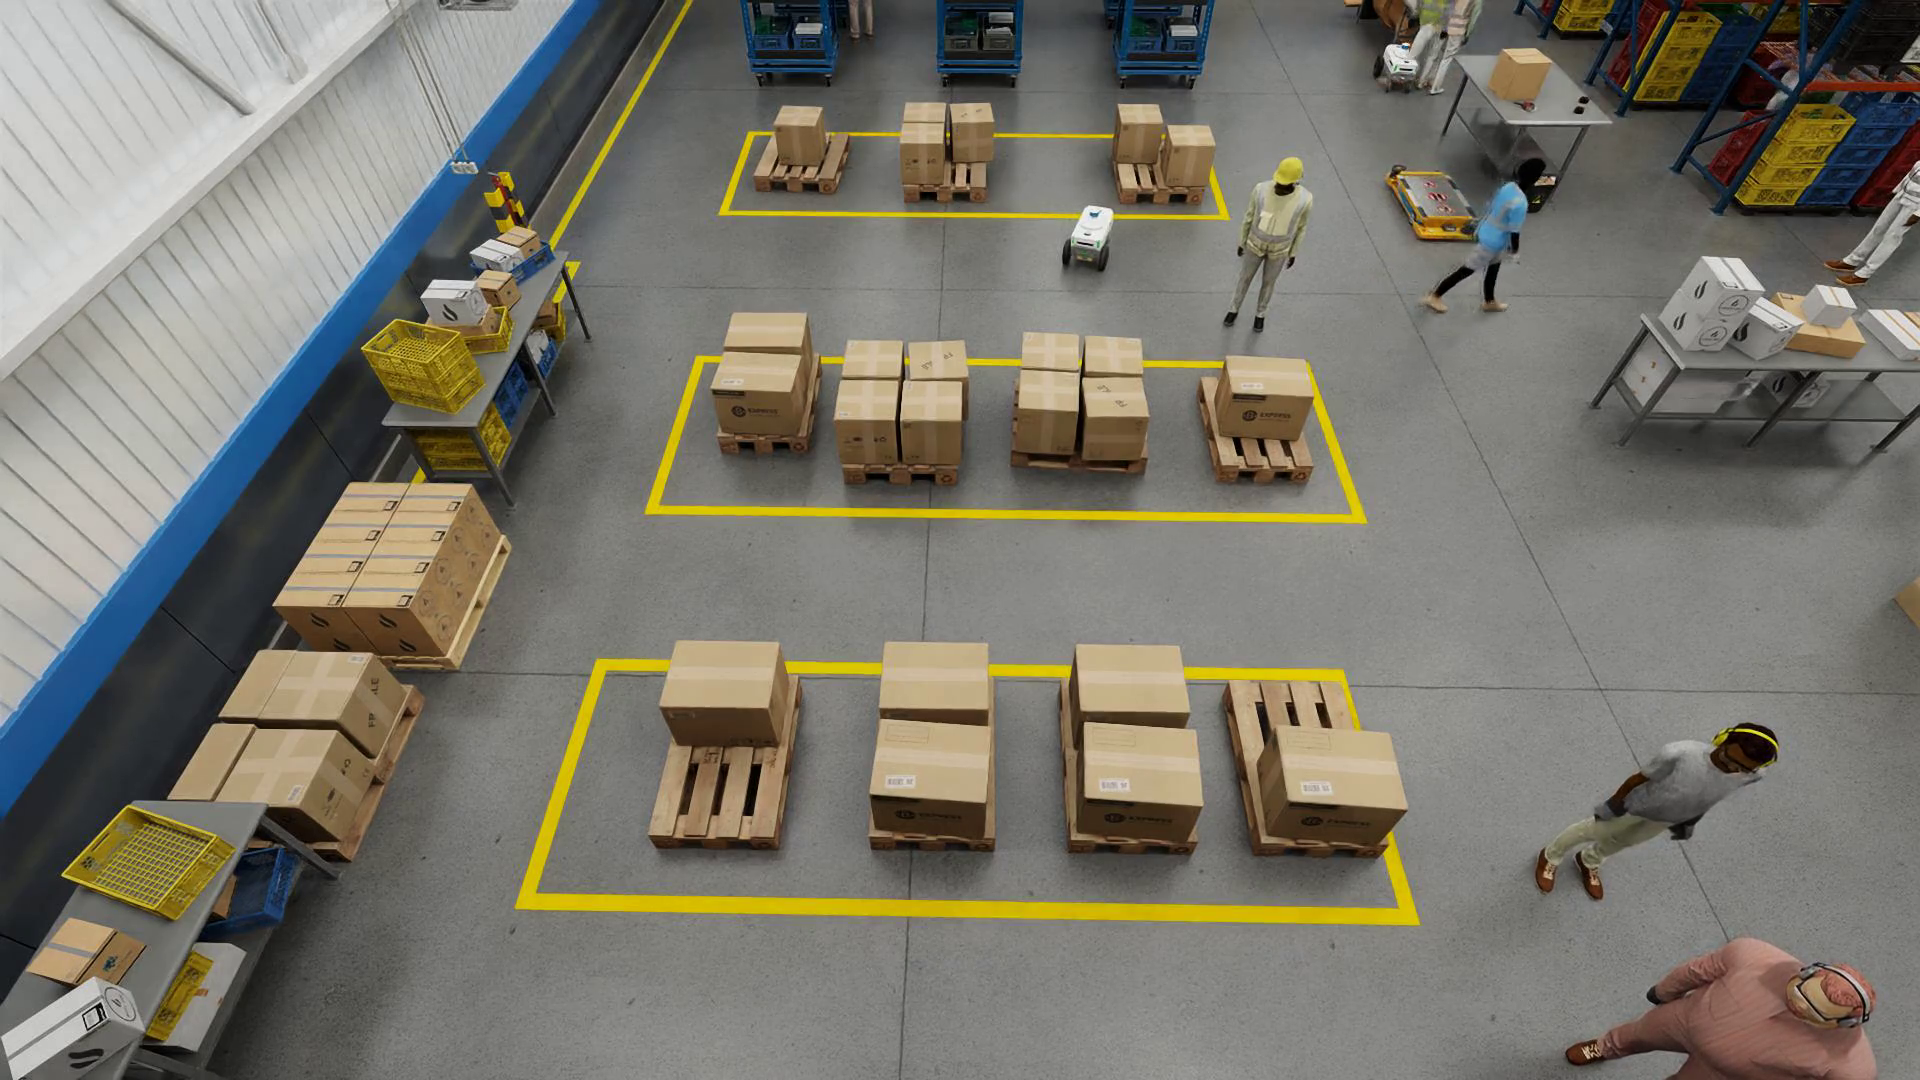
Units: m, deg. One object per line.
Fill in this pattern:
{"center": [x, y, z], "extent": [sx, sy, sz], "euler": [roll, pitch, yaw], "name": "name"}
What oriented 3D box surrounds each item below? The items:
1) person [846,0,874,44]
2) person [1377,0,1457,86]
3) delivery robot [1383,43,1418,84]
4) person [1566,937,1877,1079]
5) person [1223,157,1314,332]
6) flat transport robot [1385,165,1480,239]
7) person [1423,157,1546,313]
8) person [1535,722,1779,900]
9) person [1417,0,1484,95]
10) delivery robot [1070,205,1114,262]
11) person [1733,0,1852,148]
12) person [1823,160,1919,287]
{"center": [-1.551, -8.627, 13.863], "extent": [0.634, 1.979, 0.411], "euler": [-31, 56, -24], "name": "person"}
{"center": [6.528, -7.254, 12.800], "extent": [0.949, 1.778, 0.641], "euler": [-4, 49, -3], "name": "person"}
{"center": [6.372, -6.919, 13.258], "extent": [0.477, 0.478, 0.707], "euler": [5, 49, 4], "name": "delivery robot"}
{"center": [3.595, 2.400, 4.373], "extent": [0.401, 1.900, 0.636], "euler": [-16, 51, -14], "name": "person"}
{"center": [3.027, -2.881, 8.989], "extent": [0.591, 1.824, 0.404], "euler": [17, 51, 14], "name": "person"}
{"center": [5.692, -4.094, 11.059], "extent": [0.652, 0.197, 1.431], "euler": [1, 49, 1], "name": "flat transport robot"}
{"center": [5.366, -3.012, 9.213], "extent": [0.859, 1.648, 0.539], "euler": [13, 50, 11], "name": "person"}
{"center": [3.894, 1.533, 5.142], "extent": [0.519, 1.865, 0.335], "euler": [9, 50, 8], "name": "person"}
{"center": [6.849, -7.065, 12.736], "extent": [0.324, 1.631, 0.519], "euler": [-34, 57, -26], "name": "person"}
{"center": [1.486, -3.474, 10.276], "extent": [0.477, 0.478, 0.707], "euler": [15, 51, 13], "name": "delivery robot"}
{"center": [10.422, -5.761, 11.427], "extent": [0.644, 1.908, 0.670], "euler": [5, 49, 4], "name": "person"}
{"center": [9.876, -3.533, 9.515], "extent": [0.355, 1.883, 0.574], "euler": [8, 50, 7], "name": "person"}
